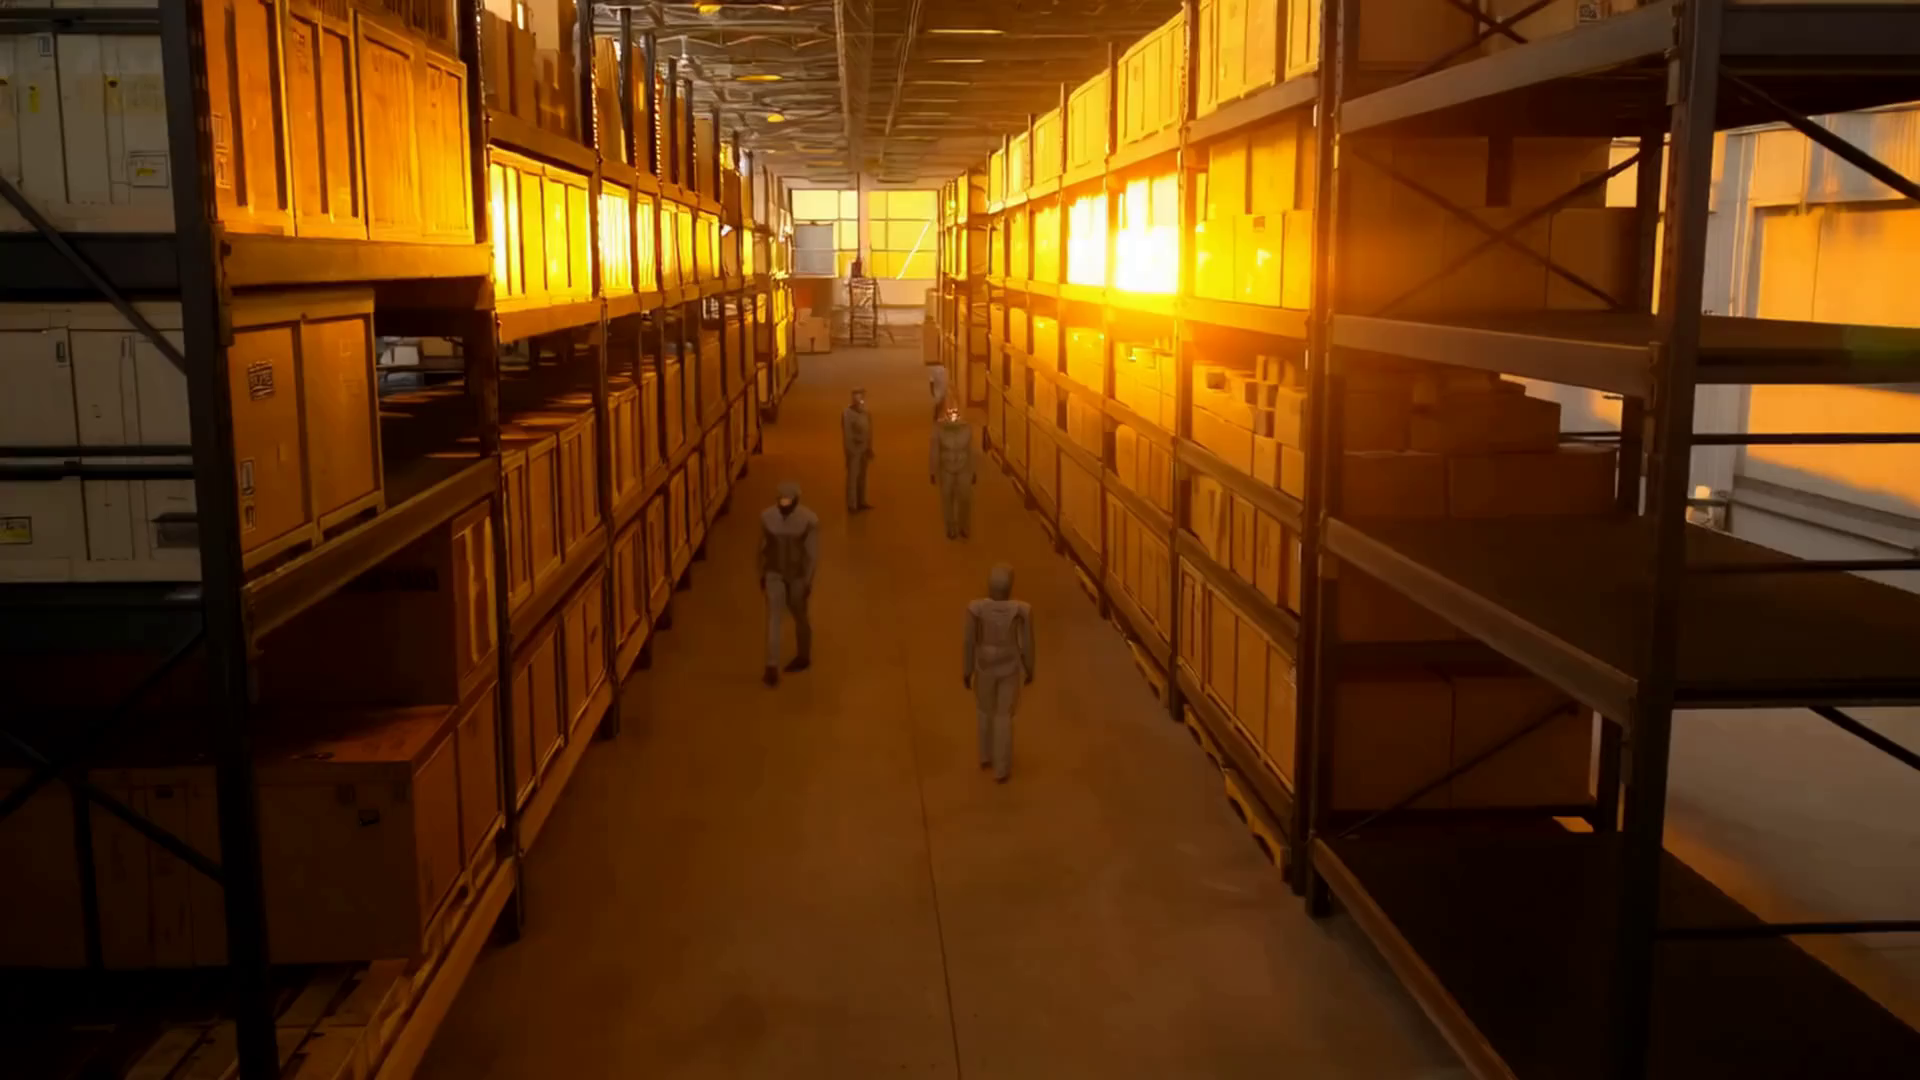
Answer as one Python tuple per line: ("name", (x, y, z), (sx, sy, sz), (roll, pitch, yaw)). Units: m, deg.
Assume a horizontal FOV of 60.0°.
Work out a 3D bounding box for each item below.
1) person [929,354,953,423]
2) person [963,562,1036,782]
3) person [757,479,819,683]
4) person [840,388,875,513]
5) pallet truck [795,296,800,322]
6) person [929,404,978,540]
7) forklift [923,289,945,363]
("person", (-0.410, -3.589, 39.537), (0.545, 1.644, 0.890), (-8, 13, -41))
("person", (0.306, 0.965, 12.459), (0.537, 1.616, 0.627), (1, 10, 8))
("person", (-1.592, 0.358, 15.300), (0.651, 1.881, 0.962), (3, 10, 17))
("person", (-1.546, -1.379, 25.604), (0.407, 1.910, 0.638), (6, 11, 33))
("pallet truck", (-8.622, -12.439, 91.403), (1.885, 1.965, 0.823), (2, 10, 13))
("person", (-0.079, -0.926, 22.943), (0.685, 1.887, 0.559), (-1, 10, -8))
("forklift", (-0.814, -8.133, 63.049), (1.129, 2.768, 1.873), (-1, 10, -3))
